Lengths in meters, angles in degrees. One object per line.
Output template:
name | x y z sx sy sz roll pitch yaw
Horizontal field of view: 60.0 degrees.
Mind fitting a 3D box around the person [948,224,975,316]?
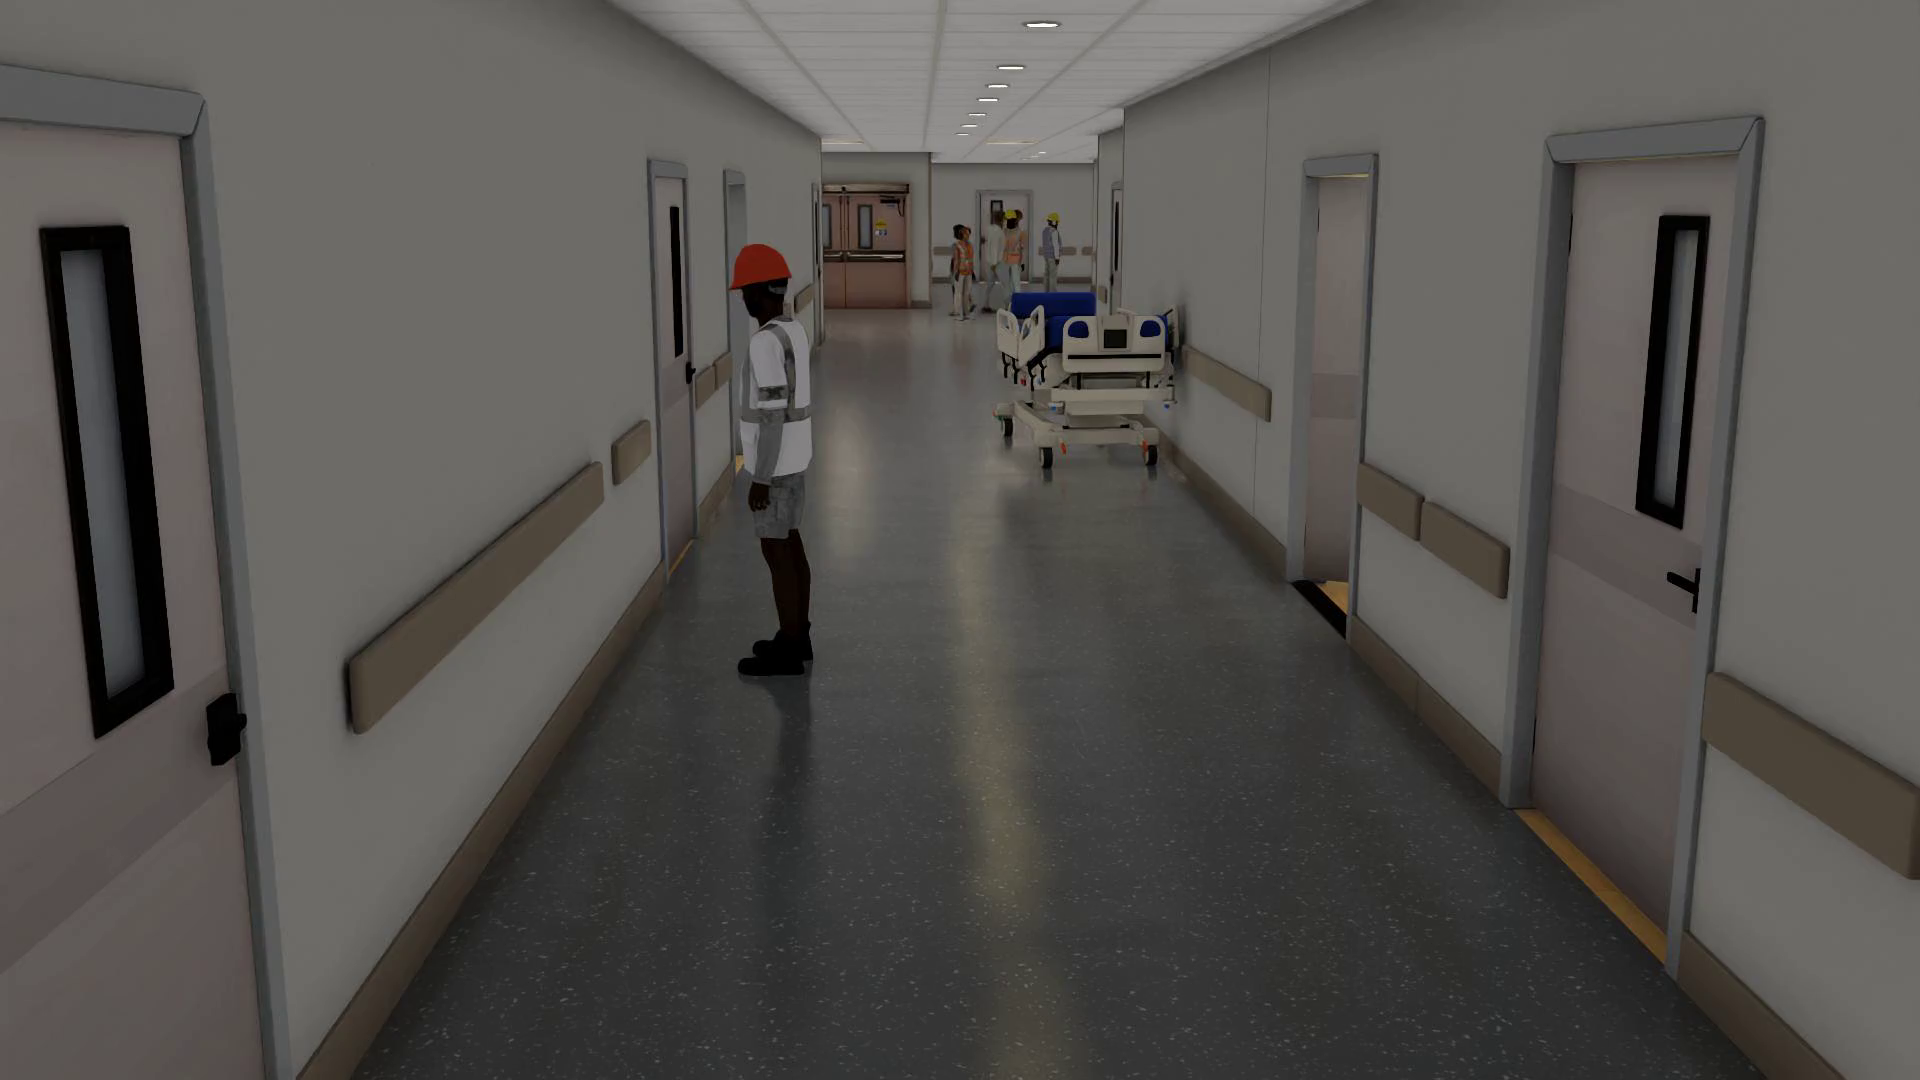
person | -0.008 -4.934 30.419 0.422 1.673 0.557 9 15 39

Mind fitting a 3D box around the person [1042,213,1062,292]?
person | 1.982 -6.075 35.613 0.403 1.829 0.588 -5 13 -25

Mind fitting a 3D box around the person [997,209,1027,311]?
person | 0.968 -5.307 31.634 0.596 1.925 0.372 7 13 30

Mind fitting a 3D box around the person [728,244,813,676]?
person | -0.855 -0.351 7.478 0.365 1.929 0.553 2 12 8

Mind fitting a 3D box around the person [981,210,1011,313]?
person | 0.810 -5.187 31.084 0.922 1.903 0.650 -1 12 -5

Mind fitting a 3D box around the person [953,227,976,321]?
person | 0.071 -4.701 29.379 0.310 1.642 0.514 10 15 41
